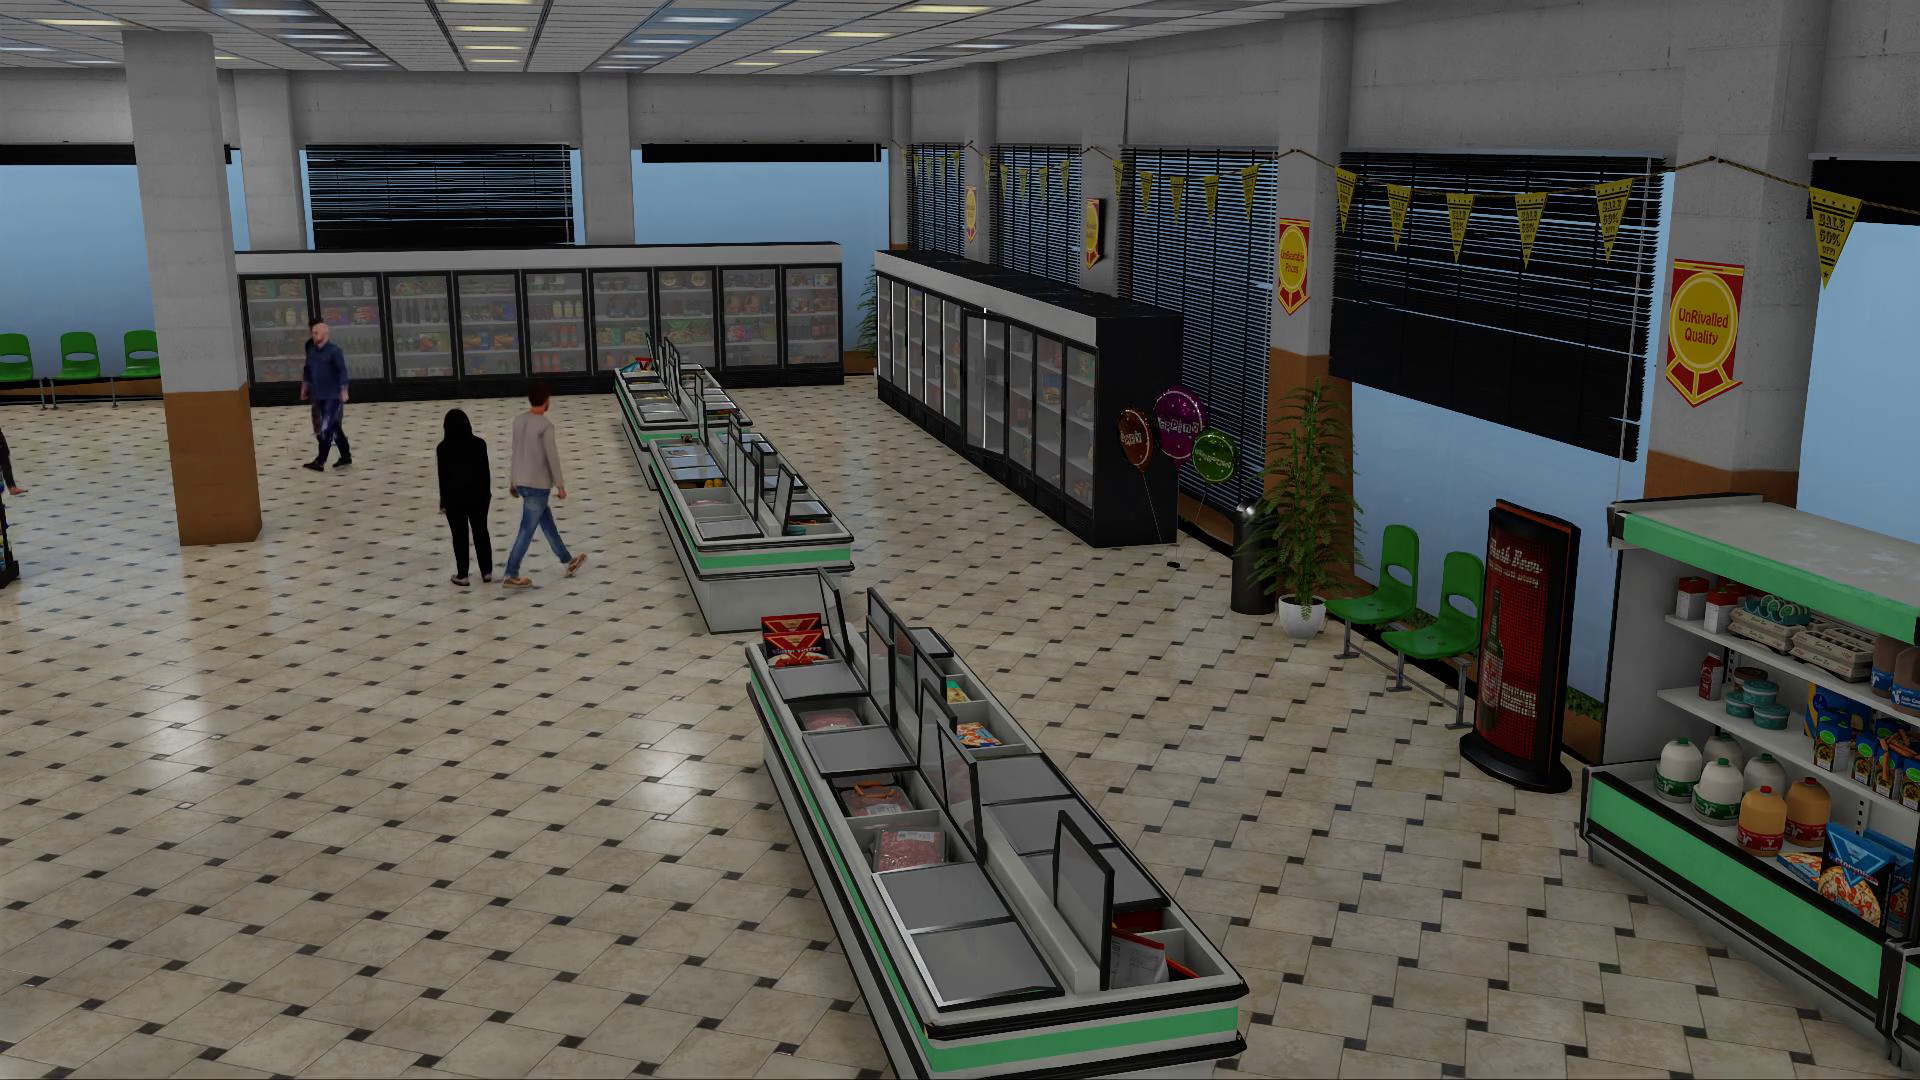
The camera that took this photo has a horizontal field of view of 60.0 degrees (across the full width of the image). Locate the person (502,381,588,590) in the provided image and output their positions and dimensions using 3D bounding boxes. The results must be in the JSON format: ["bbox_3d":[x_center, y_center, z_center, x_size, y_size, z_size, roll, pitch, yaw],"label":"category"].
[{"bbox_3d":[-3.886,-0.438,14.894,1.214,1.838,1.152,11,17,37],"label":"person"}]

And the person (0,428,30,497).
[{"bbox_3d":[-11.127,-1.320,18.745,0.971,1.737,0.998,4,14,14],"label":"person"}]

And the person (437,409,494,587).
[{"bbox_3d":[-4.518,-0.394,15.192,0.748,1.613,0.753,-10,17,-36],"label":"person"}]

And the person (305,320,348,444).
[{"bbox_3d":[-8.469,-2.053,21.942,0.789,1.656,0.851,5,14,19],"label":"person"}]

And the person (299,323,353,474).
[{"bbox_3d":[-7.664,-1.732,20.332,1.147,1.791,1.201,8,16,29],"label":"person"}]
